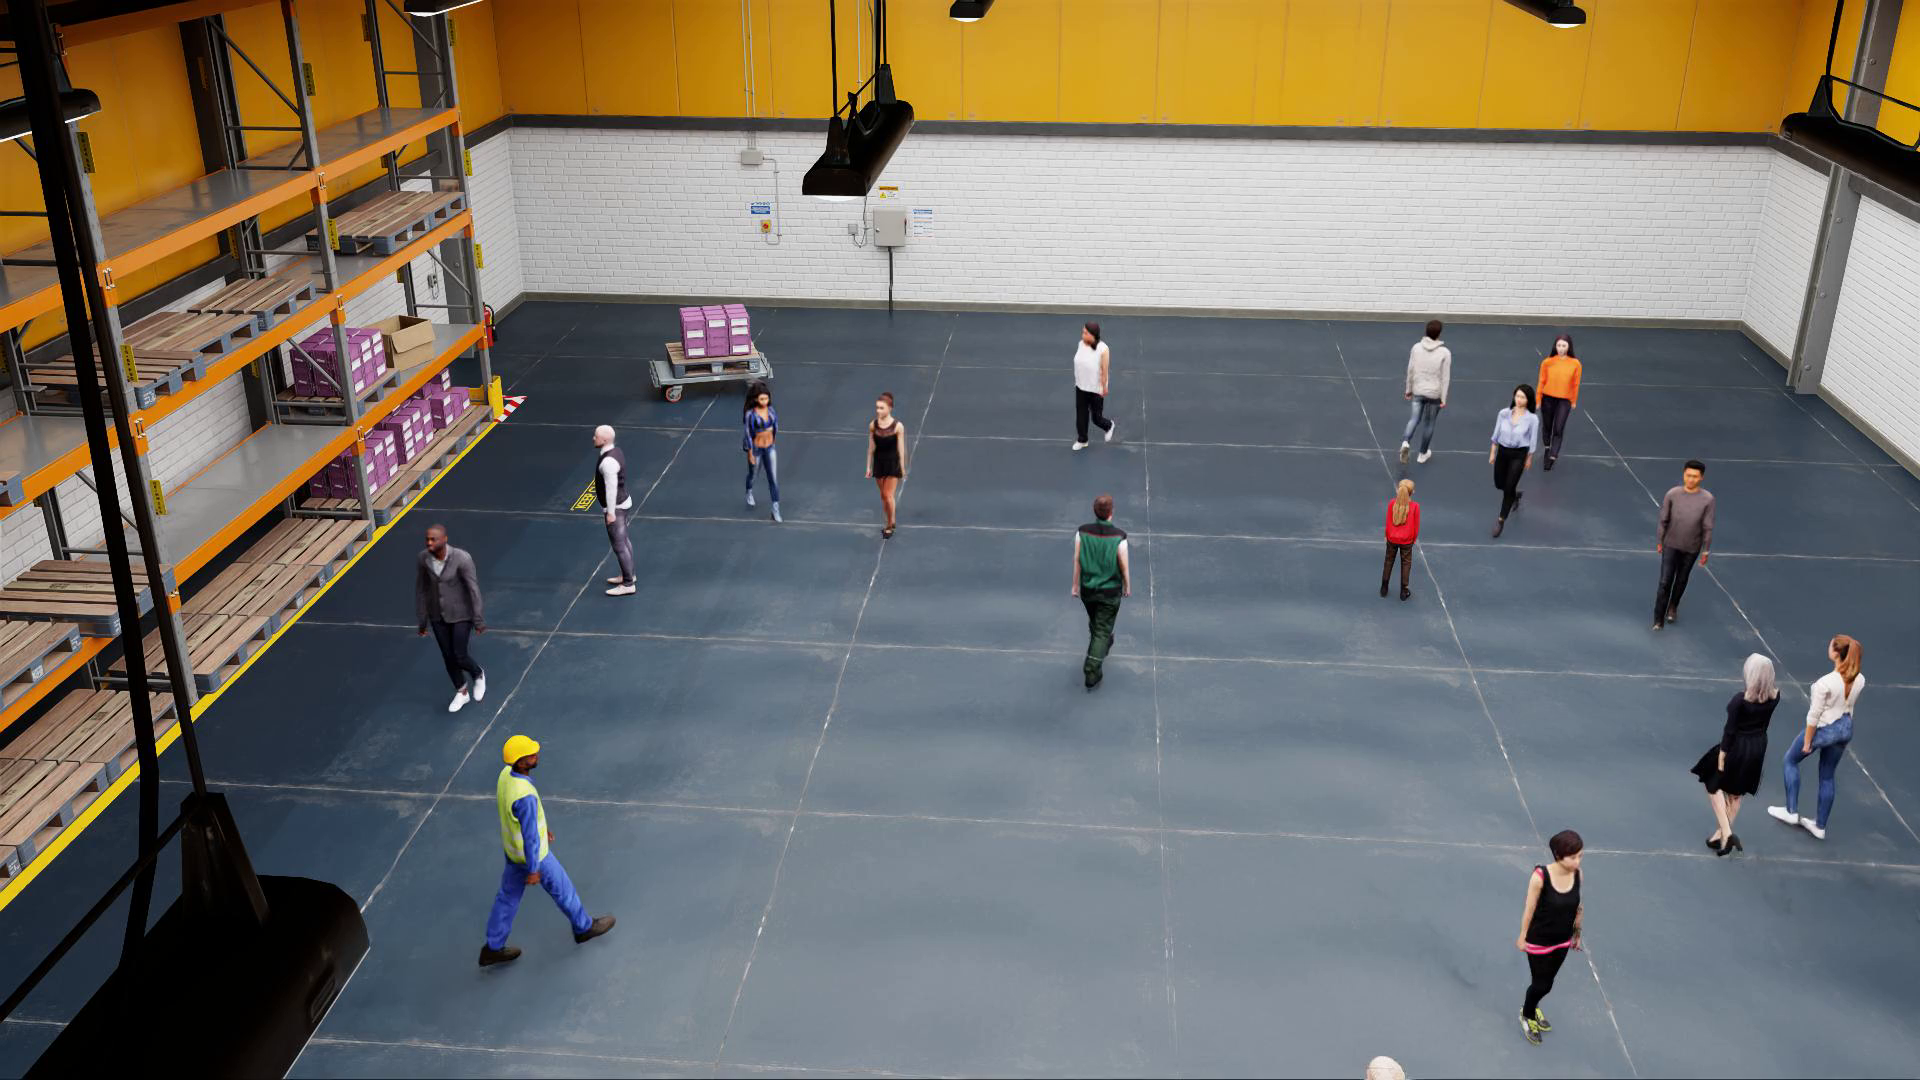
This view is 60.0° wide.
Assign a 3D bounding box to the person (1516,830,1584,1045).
[{"bbox_3d":[3.825,2.542,10.937,0.656,1.539,0.695,-8,25,-19],"label":"person"}]

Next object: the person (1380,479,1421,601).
[{"bbox_3d":[4.533,-0.018,17.118,0.549,1.280,0.570,11,26,24],"label":"person"}]

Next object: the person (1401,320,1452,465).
[{"bbox_3d":[5.700,-1.777,20.447,0.967,1.836,1.152,14,27,30],"label":"person"}]

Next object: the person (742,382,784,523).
[{"bbox_3d":[-2.314,-1.023,19.042,0.996,1.580,1.140,-14,27,-28],"label":"person"}]

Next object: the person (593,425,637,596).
[{"bbox_3d":[-3.551,-0.325,17.143,0.788,1.820,0.599,-3,24,-7],"label":"person"}]

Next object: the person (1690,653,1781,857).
[{"bbox_3d":[5.983,1.687,12.645,0.747,1.738,0.817,-5,24,-11],"label":"person"}]

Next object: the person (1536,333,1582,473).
[{"bbox_3d":[7.336,-1.711,20.454,0.900,1.709,1.177,11,26,24],"label":"person"}]

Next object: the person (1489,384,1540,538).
[{"bbox_3d":[6.210,-0.925,18.637,0.999,1.725,1.133,18,29,35],"label":"person"}]

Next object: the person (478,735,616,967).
[{"bbox_3d":[-3.069,2.169,11.500,1.228,1.771,1.201,-16,29,-33],"label":"person"}]

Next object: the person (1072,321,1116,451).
[{"bbox_3d":[1.695,-1.970,21.088,0.966,1.676,0.906,-18,30,-36],"label":"person"}]

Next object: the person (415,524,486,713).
[{"bbox_3d":[-4.523,0.657,14.918,0.775,1.805,0.751,6,24,13],"label":"person"}]

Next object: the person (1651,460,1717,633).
[{"bbox_3d":[7.157,0.039,16.425,1.166,1.730,0.889,3,24,6],"label":"person"}]

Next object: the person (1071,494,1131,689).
[{"bbox_3d":[1.277,0.489,15.318,0.916,1.792,1.237,10,26,22],"label":"person"}]

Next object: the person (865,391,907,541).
[{"bbox_3d":[-0.771,-0.857,18.558,0.725,1.663,0.811,11,26,24],"label":"person"}]

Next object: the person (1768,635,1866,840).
[{"bbox_3d":[6.815,1.568,12.956,0.726,1.707,0.765,-5,24,-12],"label":"person"}]
